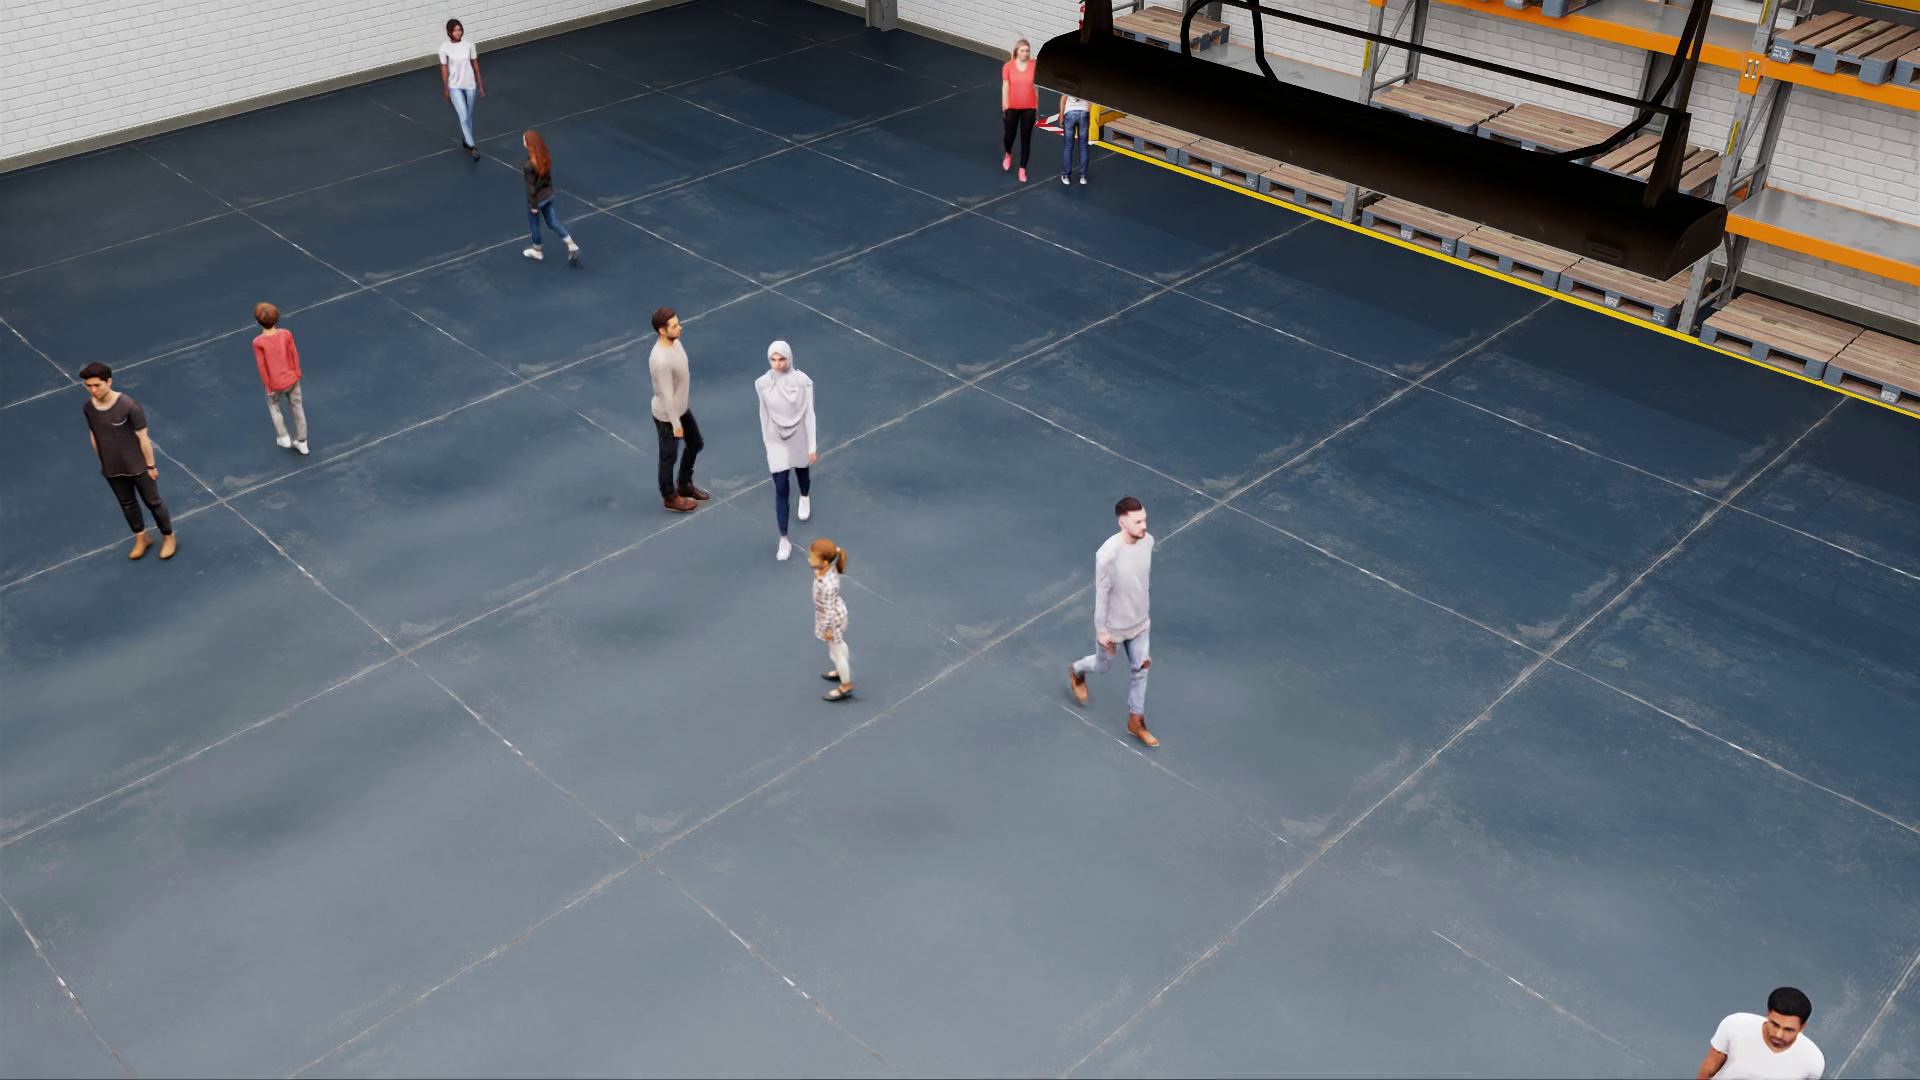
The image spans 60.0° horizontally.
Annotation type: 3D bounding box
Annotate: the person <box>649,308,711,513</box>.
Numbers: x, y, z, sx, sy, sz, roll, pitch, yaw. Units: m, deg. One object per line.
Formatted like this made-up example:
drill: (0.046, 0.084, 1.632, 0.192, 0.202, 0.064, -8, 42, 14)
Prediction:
person: (-2.412, -1.039, 13.446, 0.833, 1.854, 0.791, 2, 34, 4)

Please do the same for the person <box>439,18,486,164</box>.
person: (-6.105, -5.523, 20.349, 0.745, 1.681, 1.147, -20, 38, -27)

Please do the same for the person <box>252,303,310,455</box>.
person: (-5.826, -1.369, 14.348, 0.565, 1.404, 0.632, -22, 39, -29)

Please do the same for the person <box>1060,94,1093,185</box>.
person: (1.378, -5.000, 19.668, 0.623, 1.563, 0.684, 0, 34, 0)

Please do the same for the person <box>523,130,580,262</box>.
person: (-4.408, -3.633, 17.702, 1.008, 1.463, 0.773, 14, 36, 20)

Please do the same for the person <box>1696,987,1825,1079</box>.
person: (3.714, 2.730, 7.884, 0.569, 1.735, 0.743, 17, 37, 24)

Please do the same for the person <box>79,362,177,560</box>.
person: (-6.501, -0.633, 12.964, 0.675, 1.711, 0.752, 3, 34, 4)

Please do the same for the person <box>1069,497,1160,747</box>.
person: (1.028, 0.496, 11.172, 0.825, 1.815, 1.166, -21, 39, -28)

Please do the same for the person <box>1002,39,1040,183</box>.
person: (0.708, -5.125, 19.749, 0.806, 1.682, 0.875, -2, 34, -2)

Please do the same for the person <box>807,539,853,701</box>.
person: (-0.887, 0.530, 11.584, 0.666, 1.302, 0.585, -4, 34, -6)

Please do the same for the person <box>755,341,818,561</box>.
person: (-1.324, -0.798, 13.190, 1.122, 1.736, 1.187, 0, 34, 0)
